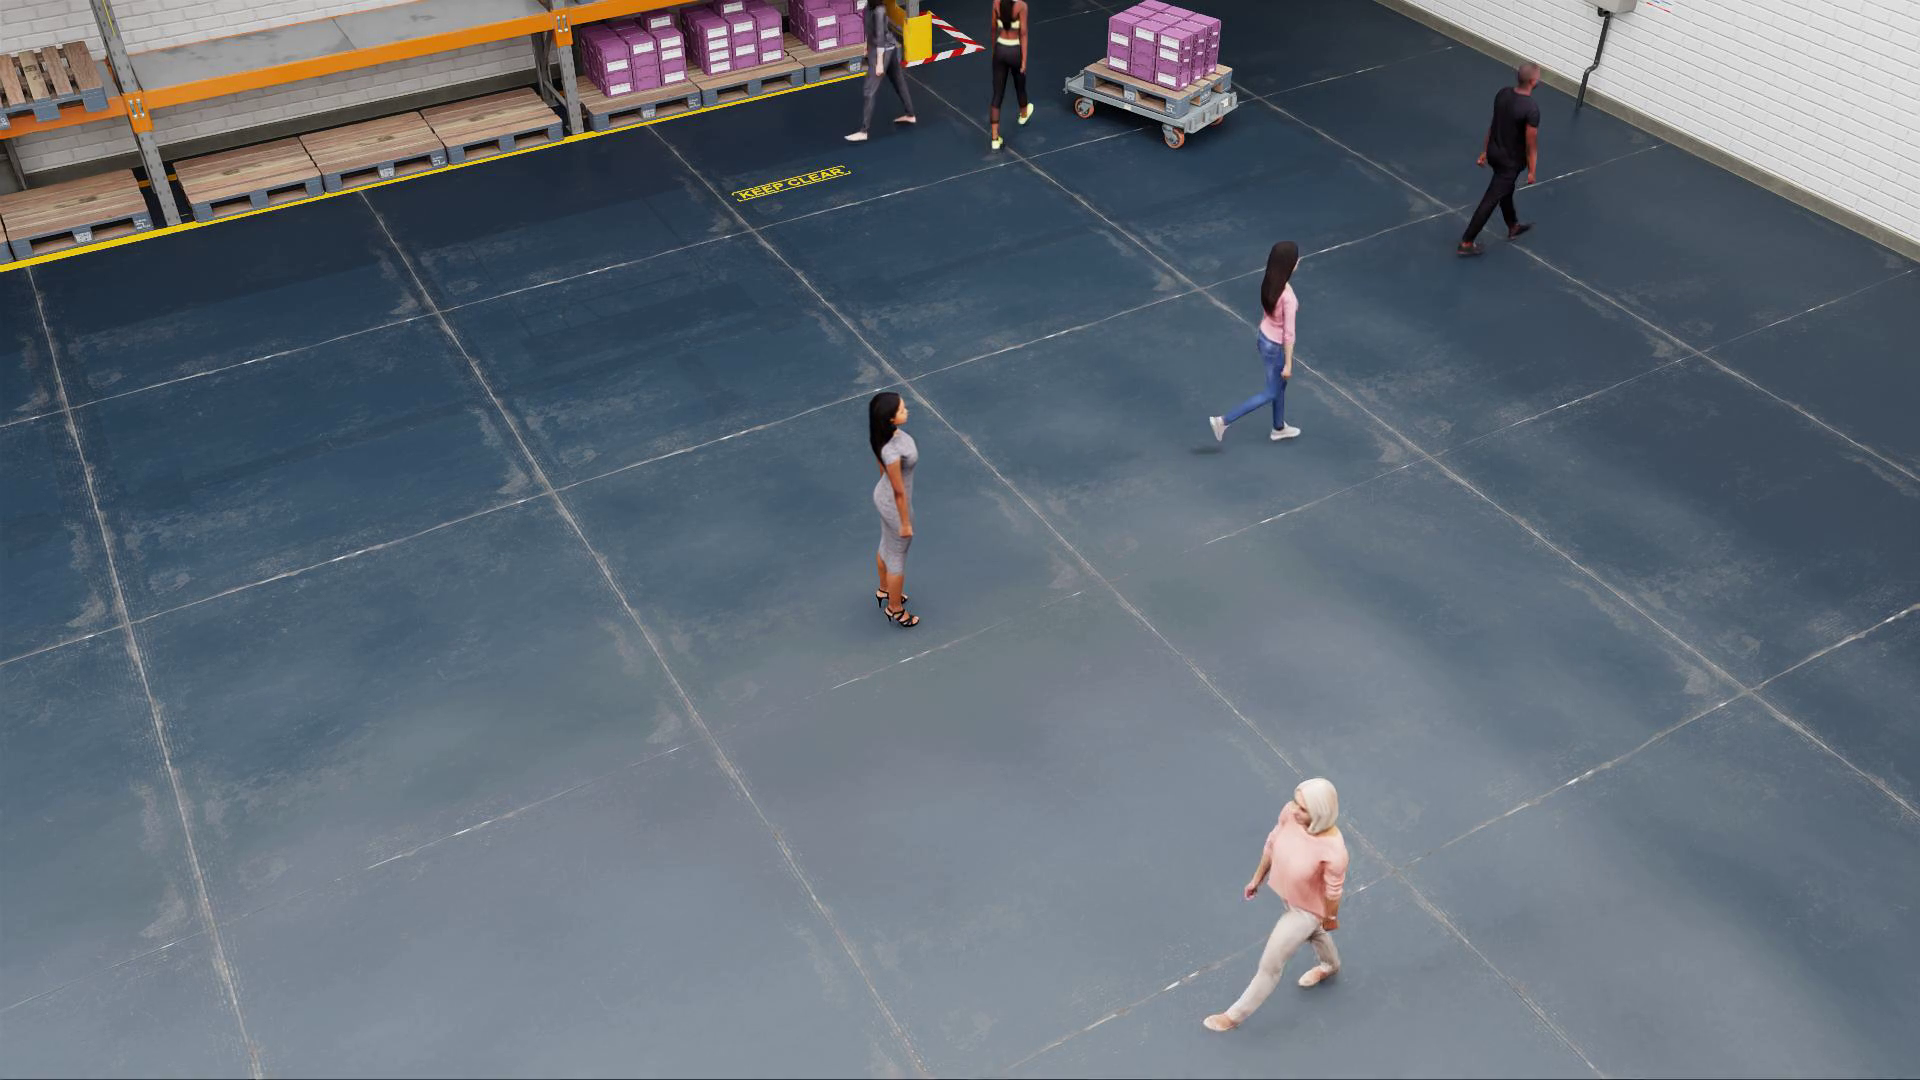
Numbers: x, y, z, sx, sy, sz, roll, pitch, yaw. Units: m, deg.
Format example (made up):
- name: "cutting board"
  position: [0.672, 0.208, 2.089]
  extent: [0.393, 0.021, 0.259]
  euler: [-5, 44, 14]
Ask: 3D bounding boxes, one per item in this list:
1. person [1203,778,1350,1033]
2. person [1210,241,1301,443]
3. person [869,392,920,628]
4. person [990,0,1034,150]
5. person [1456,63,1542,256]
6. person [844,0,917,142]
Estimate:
- name: "person"
  position: [1.799, 1.784, 8.433]
  extent: [1.145, 1.675, 0.676]
  euler: [-15, 41, -18]
- name: "person"
  position: [2.277, -1.430, 12.419]
  extent: [1.077, 1.722, 0.769]
  euler: [-9, 40, -11]
- name: "person"
  position: [-0.438, -0.201, 10.833]
  extent: [0.596, 1.781, 0.633]
  euler: [-10, 40, -12]
- name: "person"
  position: [0.457, -4.743, 16.576]
  extent: [1.073, 1.711, 1.183]
  euler: [13, 40, 15]
- name: "person"
  position: [4.756, -3.327, 14.744]
  extent: [1.149, 1.786, 0.828]
  euler: [-12, 40, -15]
- name: "person"
  position: [-0.735, -4.898, 16.778]
  extent: [1.142, 1.702, 0.949]
  euler: [-1, 39, -2]
